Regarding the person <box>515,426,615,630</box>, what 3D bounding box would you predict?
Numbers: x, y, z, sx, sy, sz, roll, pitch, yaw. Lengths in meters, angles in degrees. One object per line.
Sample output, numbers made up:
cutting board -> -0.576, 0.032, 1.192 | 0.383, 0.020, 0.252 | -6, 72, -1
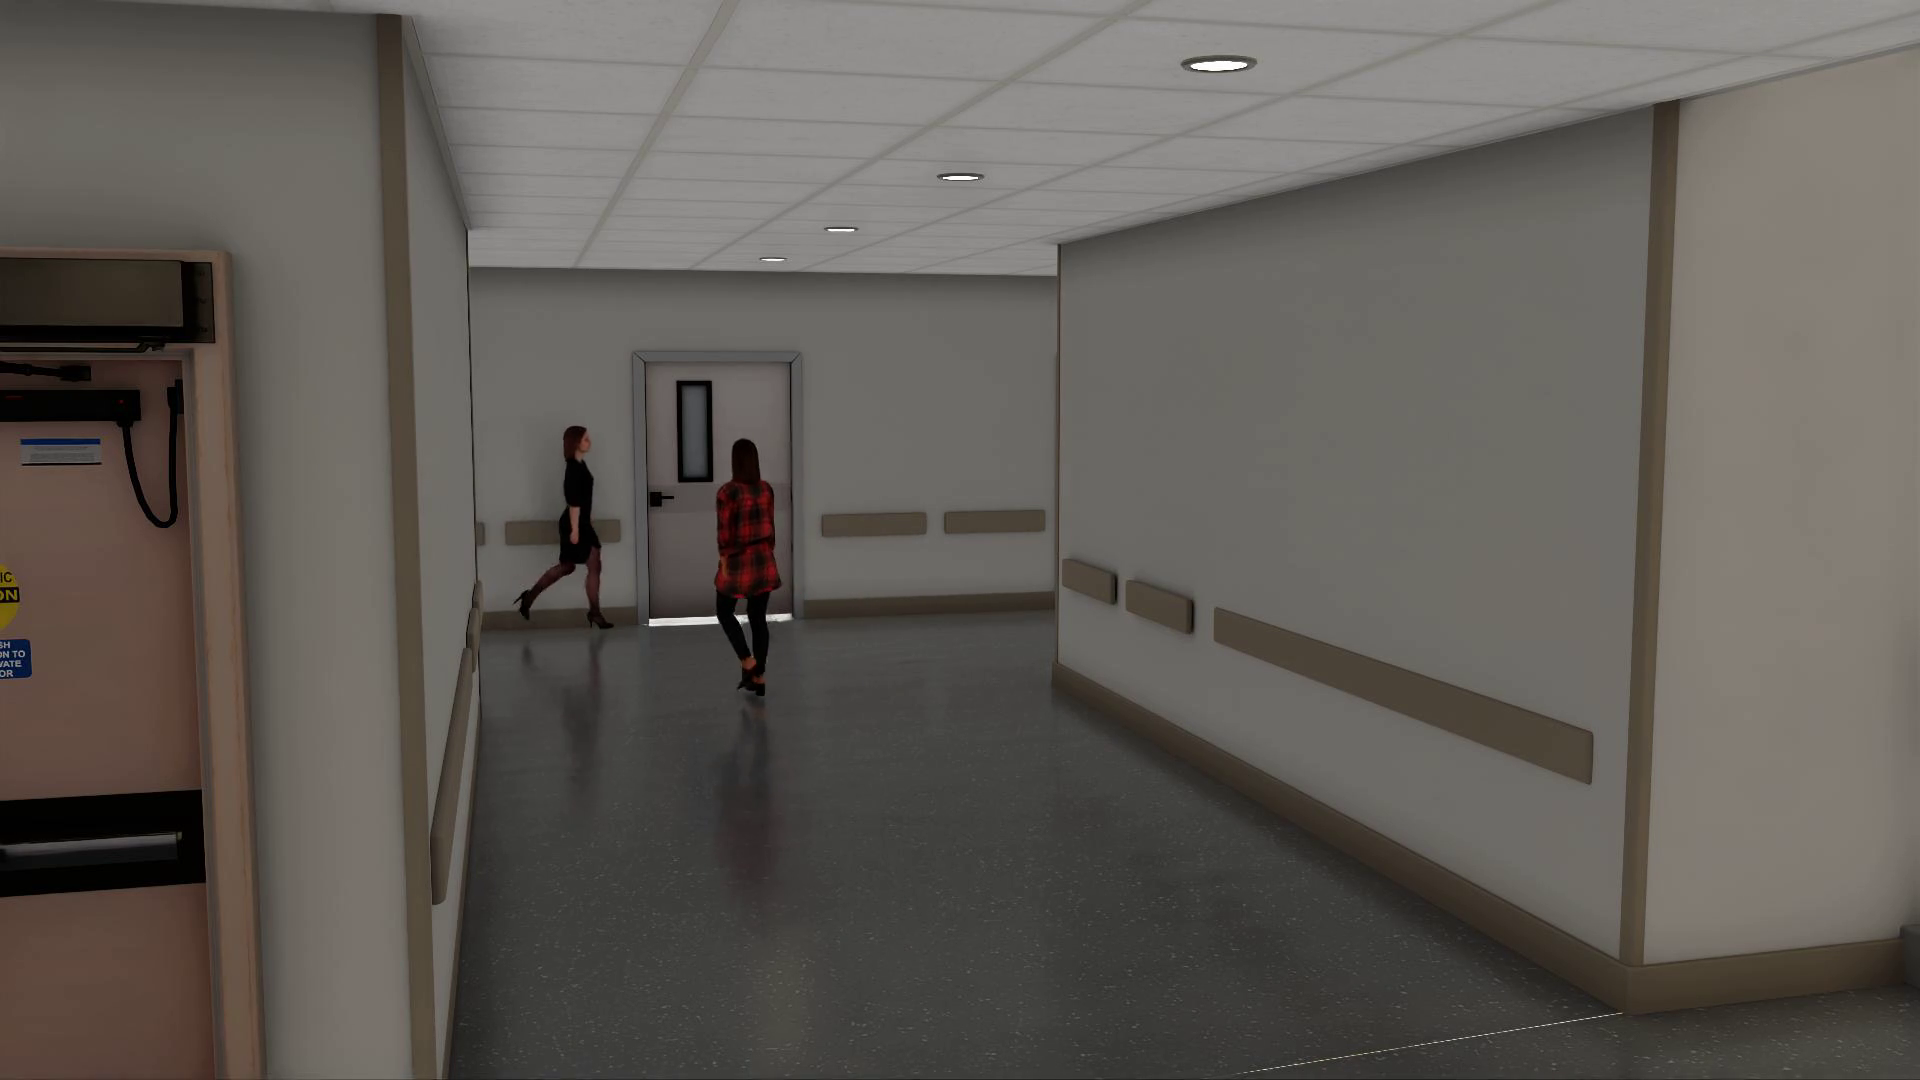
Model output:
person -> -3.235, -0.076, 13.630 | 1.002, 1.680, 0.600 | -2, 6, -17

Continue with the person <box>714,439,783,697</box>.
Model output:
person -> -1.348, 0.193, 10.882 | 0.701, 1.693, 0.783 | -4, 7, -35
